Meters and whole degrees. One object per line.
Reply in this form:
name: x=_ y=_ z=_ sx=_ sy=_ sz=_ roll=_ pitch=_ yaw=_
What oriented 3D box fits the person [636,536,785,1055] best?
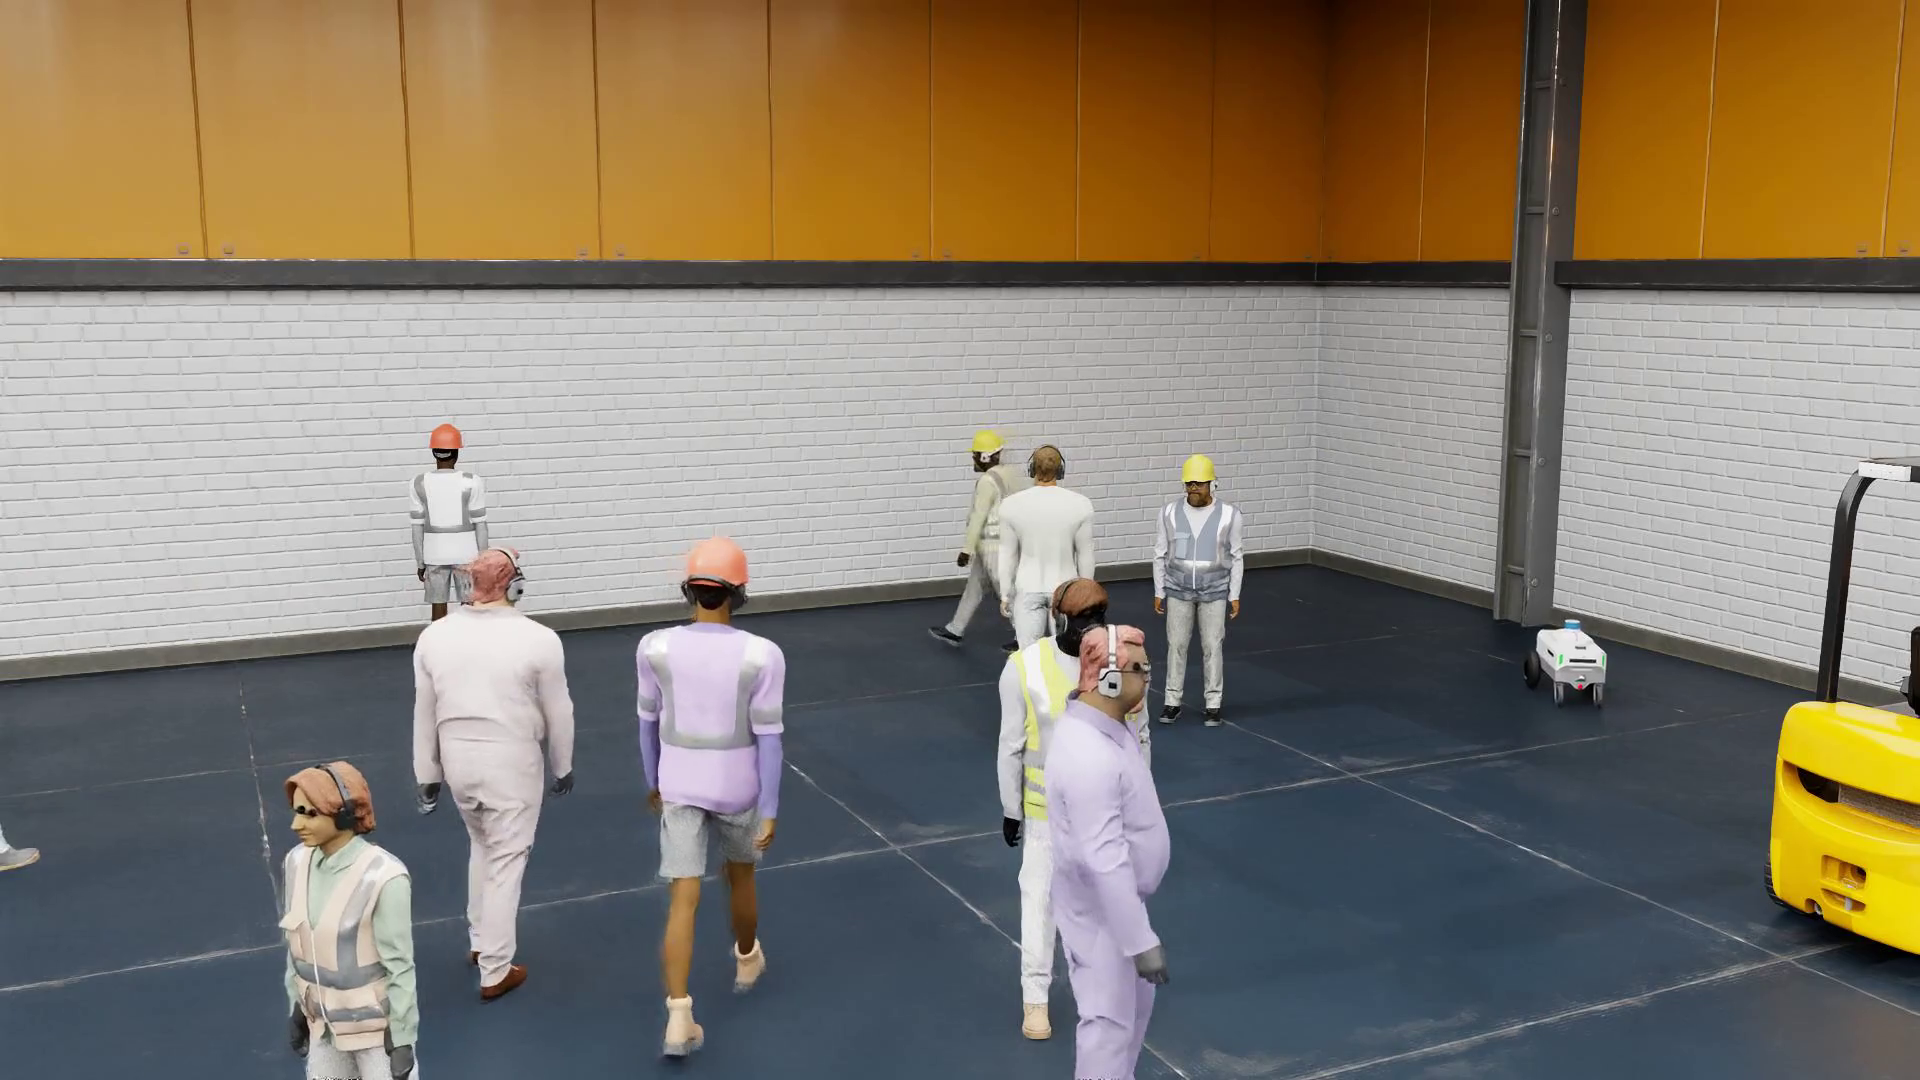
person: x=-0.992 y=0.979 z=6.649 sx=0.609 sy=2.000 sz=1.041 roll=0 pitch=9 yaw=0

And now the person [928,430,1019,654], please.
person: x=0.193 y=0.018 z=13.248 sx=0.930 sy=1.781 sz=0.607 roll=2 pitch=9 yaw=14

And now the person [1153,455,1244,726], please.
person: x=1.583 y=0.337 z=11.123 sx=0.599 sy=1.830 sz=0.404 roll=3 pitch=9 yaw=15

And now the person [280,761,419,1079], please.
person: x=-1.779 y=1.441 z=4.901 sx=0.525 sy=1.633 sz=0.319 roll=6 pitch=11 yaw=31

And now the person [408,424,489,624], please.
person: x=-3.709 y=0.122 z=12.132 sx=0.545 sy=1.939 sz=0.354 roll=-1 pitch=9 yaw=-8

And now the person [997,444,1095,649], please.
person: x=0.553 y=0.349 z=10.723 sx=0.627 sy=1.940 sz=0.372 roll=0 pitch=9 yaw=2

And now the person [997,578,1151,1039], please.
person: x=0.464 y=1.059 z=6.618 sx=0.633 sy=1.843 sz=0.429 roll=-2 pitch=9 yaw=-11

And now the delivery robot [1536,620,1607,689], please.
delivery robot: x=4.348 y=0.811 z=11.842 sx=0.477 sy=0.478 sz=0.707 roll=1 pitch=9 yaw=6

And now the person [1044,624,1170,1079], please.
person: x=0.508 y=1.216 z=5.470 sx=0.462 sy=1.903 sz=0.669 roll=1 pitch=9 yaw=9

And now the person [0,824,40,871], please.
person: x=-5.109 y=0.805 z=8.170 sx=0.574 sy=1.853 sz=0.836 roll=7 pitch=12 yaw=39

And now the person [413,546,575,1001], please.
person: x=-1.935 y=0.961 z=7.087 sx=0.644 sy=1.882 sz=0.678 roll=3 pitch=10 yaw=16

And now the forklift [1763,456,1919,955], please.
forklift: x=4.857 y=0.731 z=7.561 sx=2.313 sy=2.155 sz=1.214 roll=-4 pitch=10 yaw=-25
